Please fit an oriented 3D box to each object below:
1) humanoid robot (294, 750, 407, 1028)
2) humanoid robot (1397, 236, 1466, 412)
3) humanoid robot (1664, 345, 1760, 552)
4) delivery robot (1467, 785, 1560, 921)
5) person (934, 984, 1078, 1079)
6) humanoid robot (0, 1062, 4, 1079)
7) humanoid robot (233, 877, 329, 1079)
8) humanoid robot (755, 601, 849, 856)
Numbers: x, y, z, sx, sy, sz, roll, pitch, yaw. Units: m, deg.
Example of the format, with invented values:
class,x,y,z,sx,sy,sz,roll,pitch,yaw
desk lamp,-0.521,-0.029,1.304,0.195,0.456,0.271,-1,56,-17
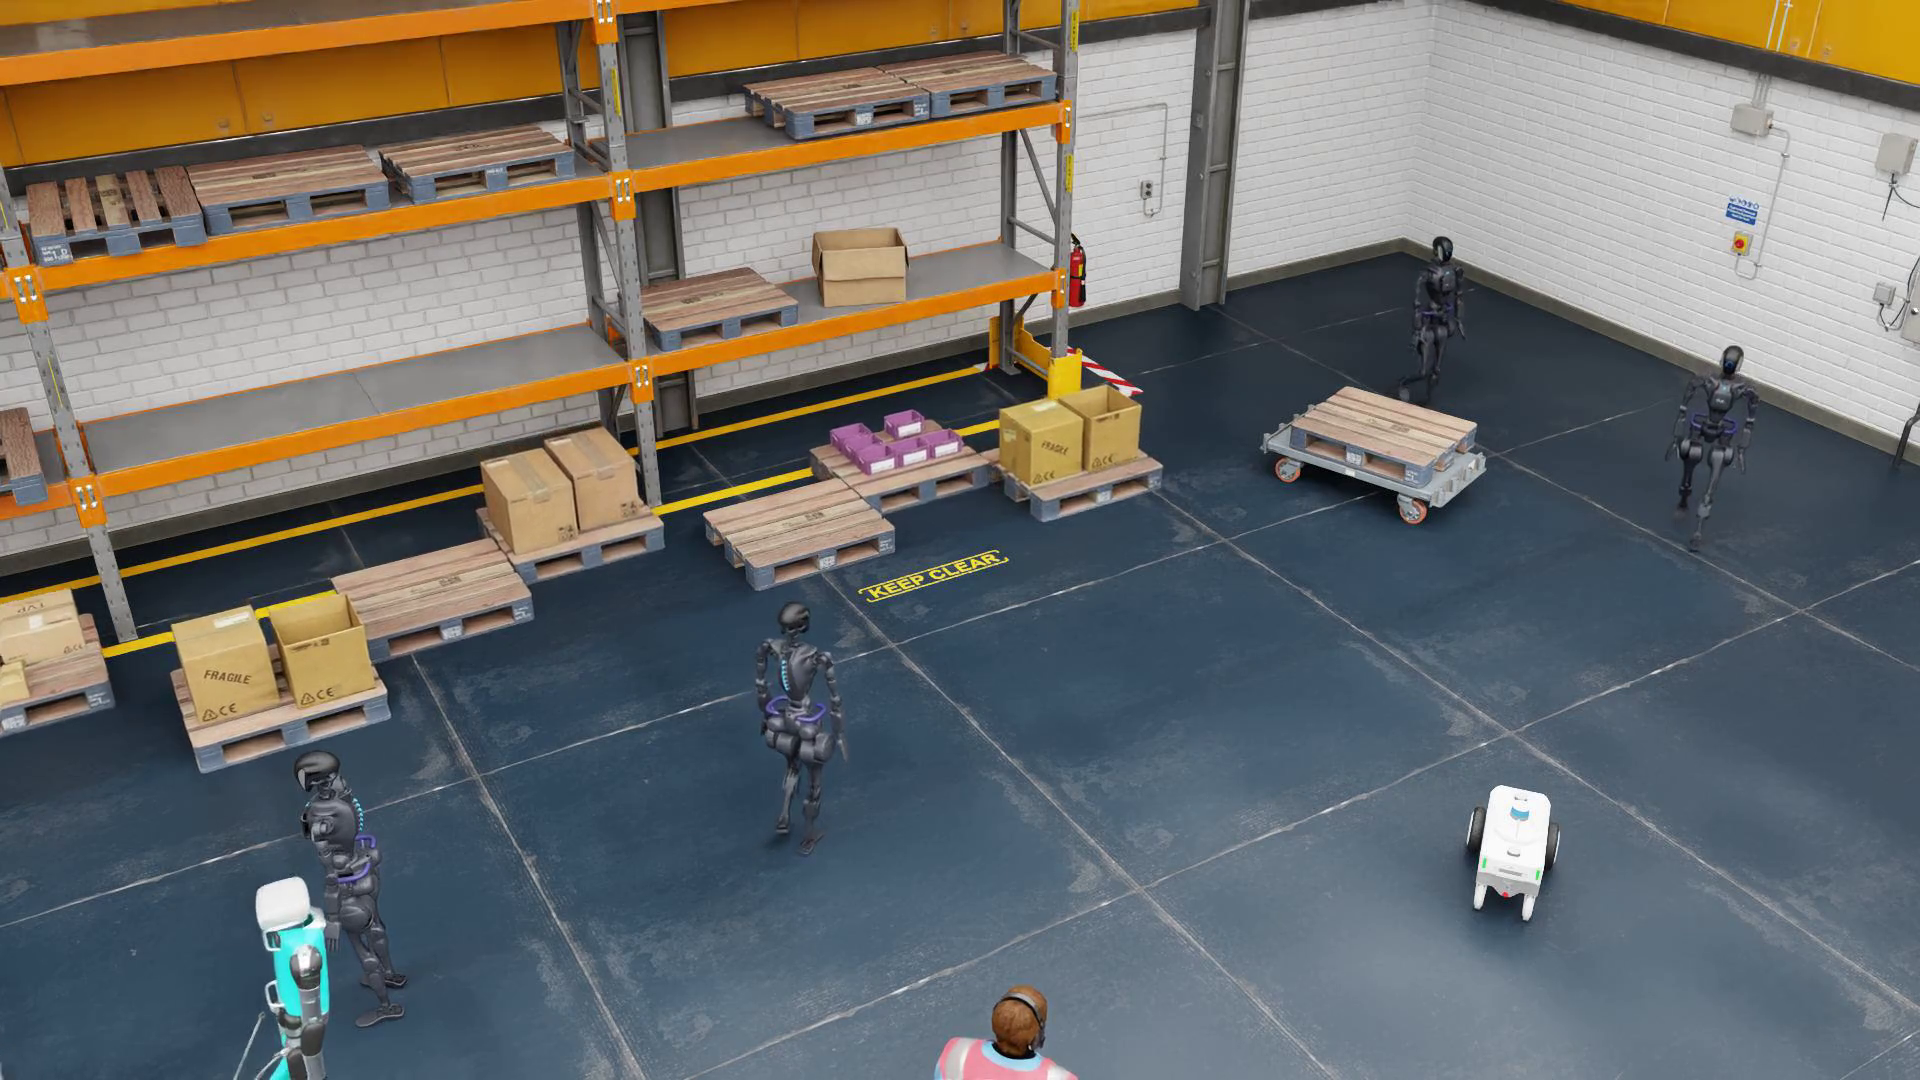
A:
class,x,y,z,sx,sy,sz,roll,pitch,yaw
humanoid robot,-3.099,1.751,8.430,0.315,1.657,0.599,-4,30,-7
humanoid robot,4.272,-1.958,15.013,0.588,1.648,0.427,-14,32,-23
humanoid robot,5.846,-0.769,12.952,0.603,1.629,0.781,13,32,22
delivery robot,3.189,1.759,9.590,0.499,0.614,0.808,10,31,18
person,0.210,2.563,6.855,0.629,1.836,0.431,11,31,18
humanoid robot,-4.660,2.256,7.502,0.534,1.793,0.802,-9,31,-15
humanoid robot,-3.179,2.342,7.367,0.935,1.787,0.544,-15,33,-24
humanoid robot,-0.924,1.078,9.631,0.596,1.644,0.344,12,32,21
